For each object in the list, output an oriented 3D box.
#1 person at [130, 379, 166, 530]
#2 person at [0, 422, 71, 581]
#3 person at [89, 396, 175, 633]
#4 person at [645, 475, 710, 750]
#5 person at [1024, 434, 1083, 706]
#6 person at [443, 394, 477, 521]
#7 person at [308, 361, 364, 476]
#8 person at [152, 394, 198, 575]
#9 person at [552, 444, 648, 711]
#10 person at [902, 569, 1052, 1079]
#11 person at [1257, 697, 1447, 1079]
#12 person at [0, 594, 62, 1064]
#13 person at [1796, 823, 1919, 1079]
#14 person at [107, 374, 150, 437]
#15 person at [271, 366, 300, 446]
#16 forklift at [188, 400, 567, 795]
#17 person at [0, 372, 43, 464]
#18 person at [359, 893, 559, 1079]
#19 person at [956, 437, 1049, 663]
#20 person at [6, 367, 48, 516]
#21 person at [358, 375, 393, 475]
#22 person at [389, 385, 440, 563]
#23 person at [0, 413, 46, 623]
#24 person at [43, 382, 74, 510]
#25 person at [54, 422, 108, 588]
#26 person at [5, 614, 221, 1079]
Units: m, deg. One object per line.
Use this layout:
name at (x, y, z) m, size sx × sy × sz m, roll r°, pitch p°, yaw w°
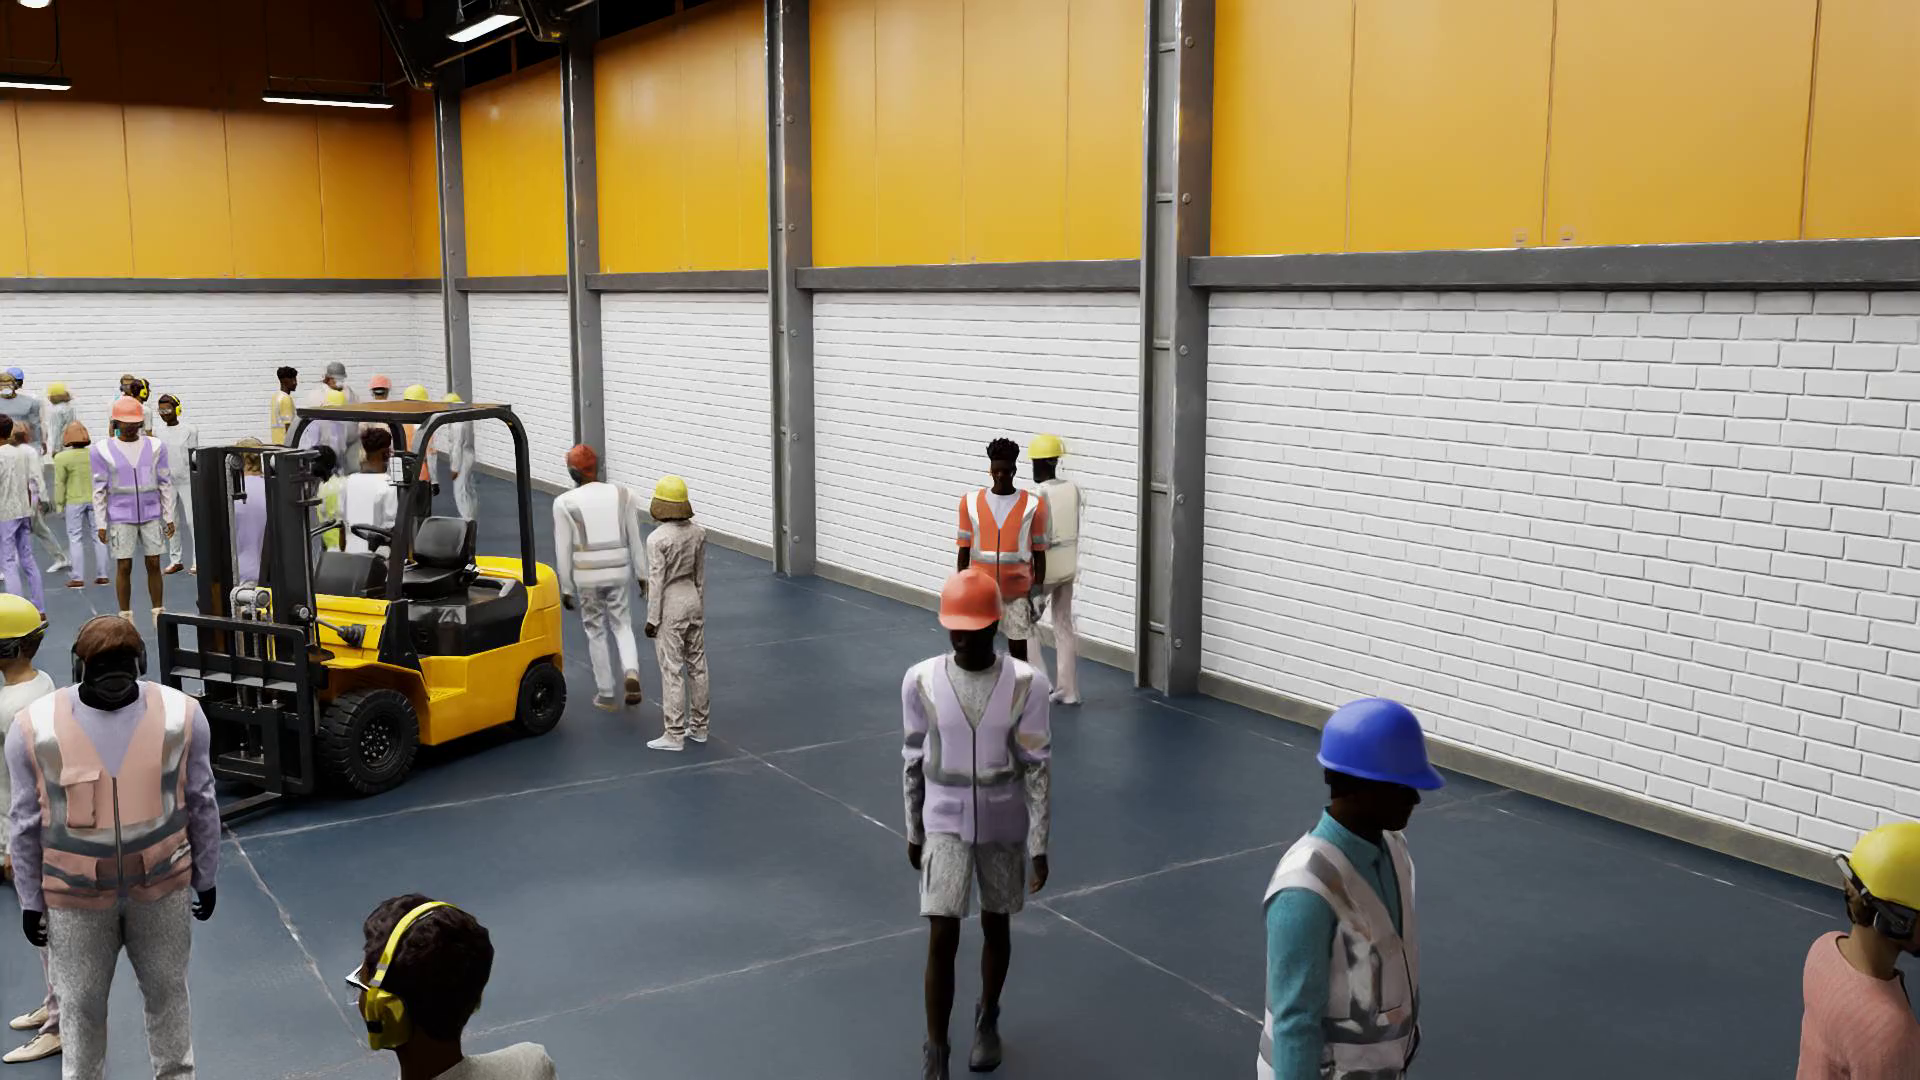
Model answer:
person at (-9.874, -1.014, 20.075) m, size 0.521 × 1.857 × 0.343 m, roll 4°, pitch 9°, yaw 25°
person at (-9.470, -0.409, 16.863) m, size 0.542 × 1.590 × 0.885 m, roll 5°, pitch 10°, yaw 33°
person at (-6.909, -0.190, 13.933) m, size 0.611 × 2.032 × 0.411 m, roll -7°, pitch 11°, yaw -39°
person at (-1.804, 0.456, 10.523) m, size 0.288 × 1.746 × 0.484 m, roll 6°, pitch 10°, yaw 33°
person at (0.610, 0.215, 11.619) m, size 0.602 × 1.908 × 0.529 m, roll -7°, pitch 11°, yaw -41°
person at (-5.904, -0.878, 19.658) m, size 0.340 × 1.703 × 0.641 m, roll -1°, pitch 9°, yaw -9°
person at (-8.104, -1.350, 21.702) m, size 0.696 × 2.000 × 0.539 m, roll -8°, pitch 11°, yaw -42°
person at (-8.003, -0.562, 17.016) m, size 0.510 × 1.861 × 0.324 m, roll 1°, pitch 8°, yaw 4°
person at (-2.418, 0.277, 11.334) m, size 0.653 × 1.858 × 0.546 m, roll -5°, pitch 10°, yaw -28°
person at (0.053, 1.060, 5.918) m, size 0.543 × 1.904 × 0.848 m, roll 0°, pitch 8°, yaw 2°
person at (0.937, 1.324, 4.039) m, size 0.422 × 1.939 × 0.602 m, roll 6°, pitch 10°, yaw 34°
person at (-3.527, 1.074, 6.284) m, size 0.315 × 1.769 × 0.524 m, roll -4°, pitch 9°, yaw -23°
person at (1.995, 1.467, 3.681) m, size 0.344 × 1.756 × 0.532 m, roll 2°, pitch 9°, yaw 13°
person at (-10.688, -1.217, 21.460) m, size 0.505 × 1.847 × 0.347 m, roll -6°, pitch 10°, yaw -35°
person at (-8.566, -1.236, 21.187) m, size 0.365 × 1.962 × 0.614 m, roll -6°, pitch 10°, yaw -34°
forklift at (-3.529, 0.258, 10.348) m, size 1.214 × 2.155 × 2.313 m, roll 4°, pitch 9°, yaw 25°
person at (-11.533, -1.080, 20.273) m, size 0.637 × 1.930 × 0.373 m, roll -5°, pitch 10°, yaw -29°
person at (-0.890, 1.523, 2.908) m, size 0.330 × 1.874 × 0.518 m, roll 4°, pitch 9°, yaw 23°
person at (0.267, 0.311, 10.757) m, size 0.605 × 1.966 × 0.367 m, roll 1°, pitch 9°, yaw 8°
person at (-12.099, -1.259, 21.447) m, size 0.604 × 1.939 × 0.414 m, roll -6°, pitch 10°, yaw -36°
person at (-6.934, -1.032, 20.015) m, size 0.546 × 1.894 × 0.728 m, roll -5°, pitch 10°, yaw -31°
person at (-5.706, -0.663, 17.471) m, size 0.586 × 1.921 × 0.383 m, roll 4°, pitch 9°, yaw 27°
person at (-8.199, -0.166, 14.349) m, size 0.342 × 1.864 × 0.515 m, roll 1°, pitch 9°, yaw 9°
person at (-11.889, -1.241, 22.089) m, size 0.338 × 1.707 × 0.589 m, roll -1°, pitch 9°, yaw -8°
person at (-8.600, -0.343, 16.305) m, size 0.282 × 1.627 × 0.502 m, roll 7°, pitch 11°, yaw 38°
person at (-2.800, 1.151, 5.555) m, size 0.628 × 1.838 × 0.429 m, roll -5°, pitch 10°, yaw -30°
